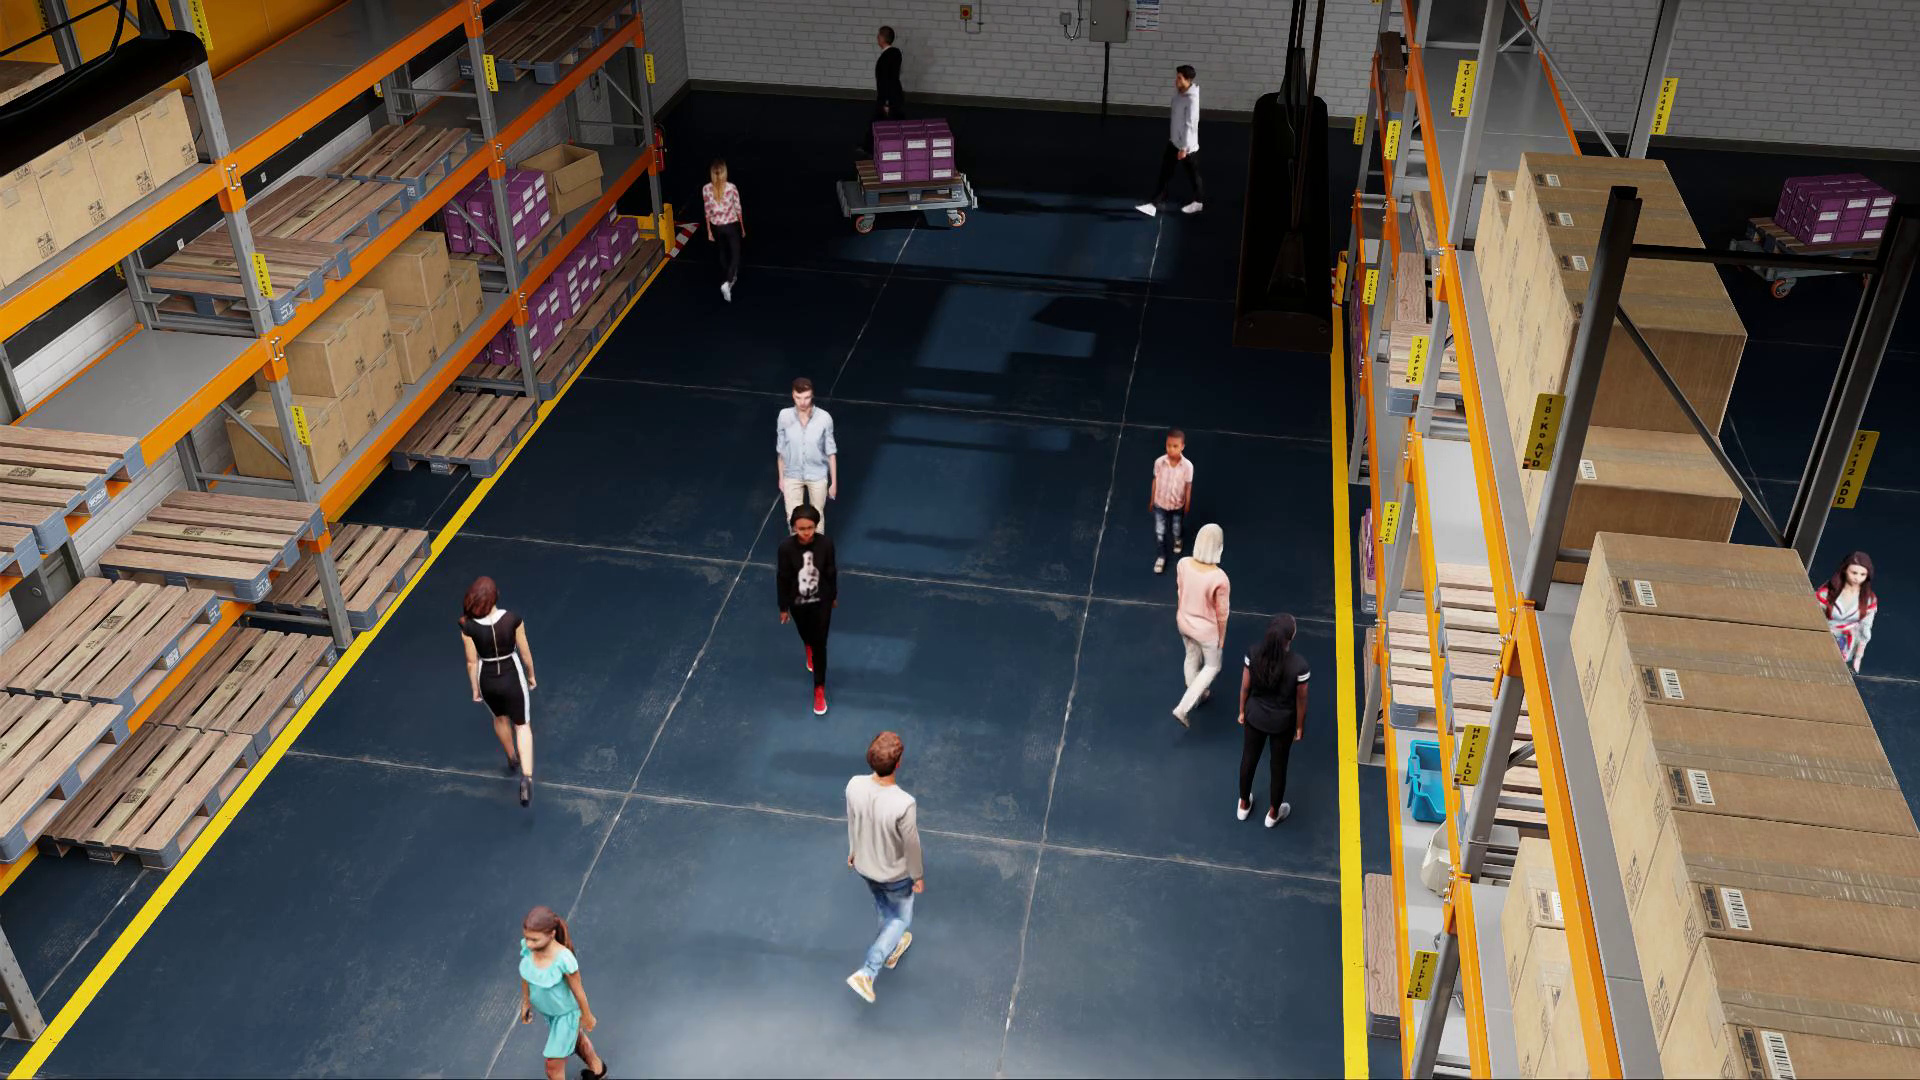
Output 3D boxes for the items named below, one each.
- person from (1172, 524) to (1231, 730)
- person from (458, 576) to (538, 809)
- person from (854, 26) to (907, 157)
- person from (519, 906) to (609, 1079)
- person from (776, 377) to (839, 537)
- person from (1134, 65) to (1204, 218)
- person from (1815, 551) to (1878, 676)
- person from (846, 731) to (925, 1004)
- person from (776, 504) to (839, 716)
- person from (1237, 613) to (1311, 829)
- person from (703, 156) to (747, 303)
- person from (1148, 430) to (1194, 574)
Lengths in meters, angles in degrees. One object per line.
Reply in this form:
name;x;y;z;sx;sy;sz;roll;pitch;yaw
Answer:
person;1.731;0.653;12.212;0.856;1.711;0.998;24;41;32
person;-3.155;1.073;11.523;0.887;1.775;1.121;-9;35;-14
person;-0.859;-5.843;21.933;0.971;1.769;1.159;16;37;22
person;-2.211;2.611;9.424;0.798;1.537;0.958;24;40;31
person;-1.279;-0.586;13.961;0.724;1.838;0.703;-1;34;-1
person;2.813;-4.848;20.343;1.195;1.872;1.230;-15;37;-22
person;6.356;0.733;12.202;0.639;1.589;0.884;7;34;11
person;-0.502;2.009;10.020;0.934;1.879;1.115;19;38;26
person;-1.159;0.418;12.639;0.800;1.630;1.141;-3;34;-5
person;2.118;1.216;11.349;0.674;1.729;0.642;16;37;22
person;-2.616;-3.436;18.451;0.563;1.614;0.993;4;34;7
person;1.797;-0.362;14.112;0.564;1.298;0.739;11;35;16
